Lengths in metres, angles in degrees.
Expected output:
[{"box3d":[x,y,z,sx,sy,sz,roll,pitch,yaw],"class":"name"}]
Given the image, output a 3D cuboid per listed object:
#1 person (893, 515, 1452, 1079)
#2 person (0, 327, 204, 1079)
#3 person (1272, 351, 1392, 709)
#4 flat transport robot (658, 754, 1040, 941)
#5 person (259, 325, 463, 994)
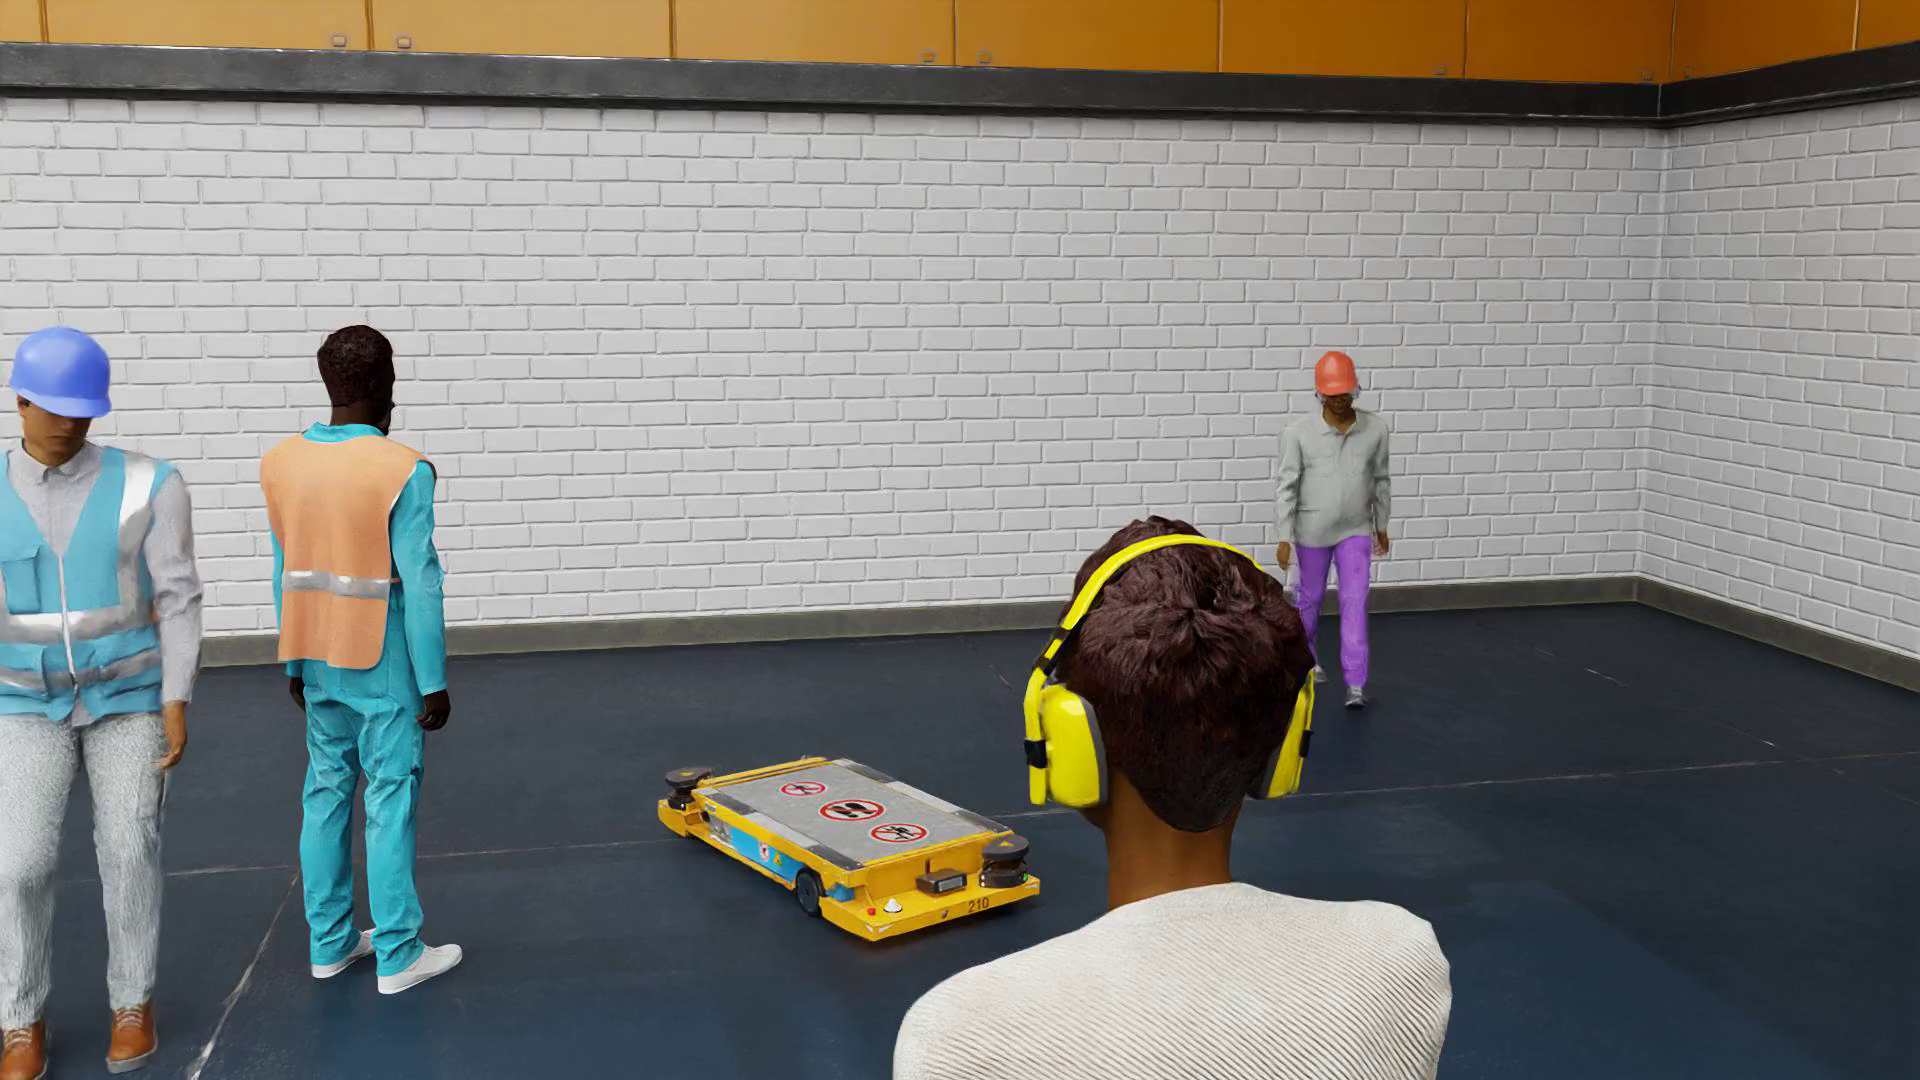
[{"box3d":[0.170,0.912,1.440,0.514,1.871,0.327,-4,10,-22],"class":"person"},{"box3d":[-2.235,0.428,4.216,0.628,1.920,0.515,-4,10,-22],"class":"person"},{"box3d":[1.795,-0.068,7.981,0.619,1.685,0.902,-1,9,-5],"class":"person"},{"box3d":[-0.426,1.004,5.739,0.652,0.197,1.431,-7,12,-36],"class":"flat transport robot"},{"box3d":[-1.721,0.349,4.762,0.587,1.911,0.392,4,10,23],"class":"person"}]
